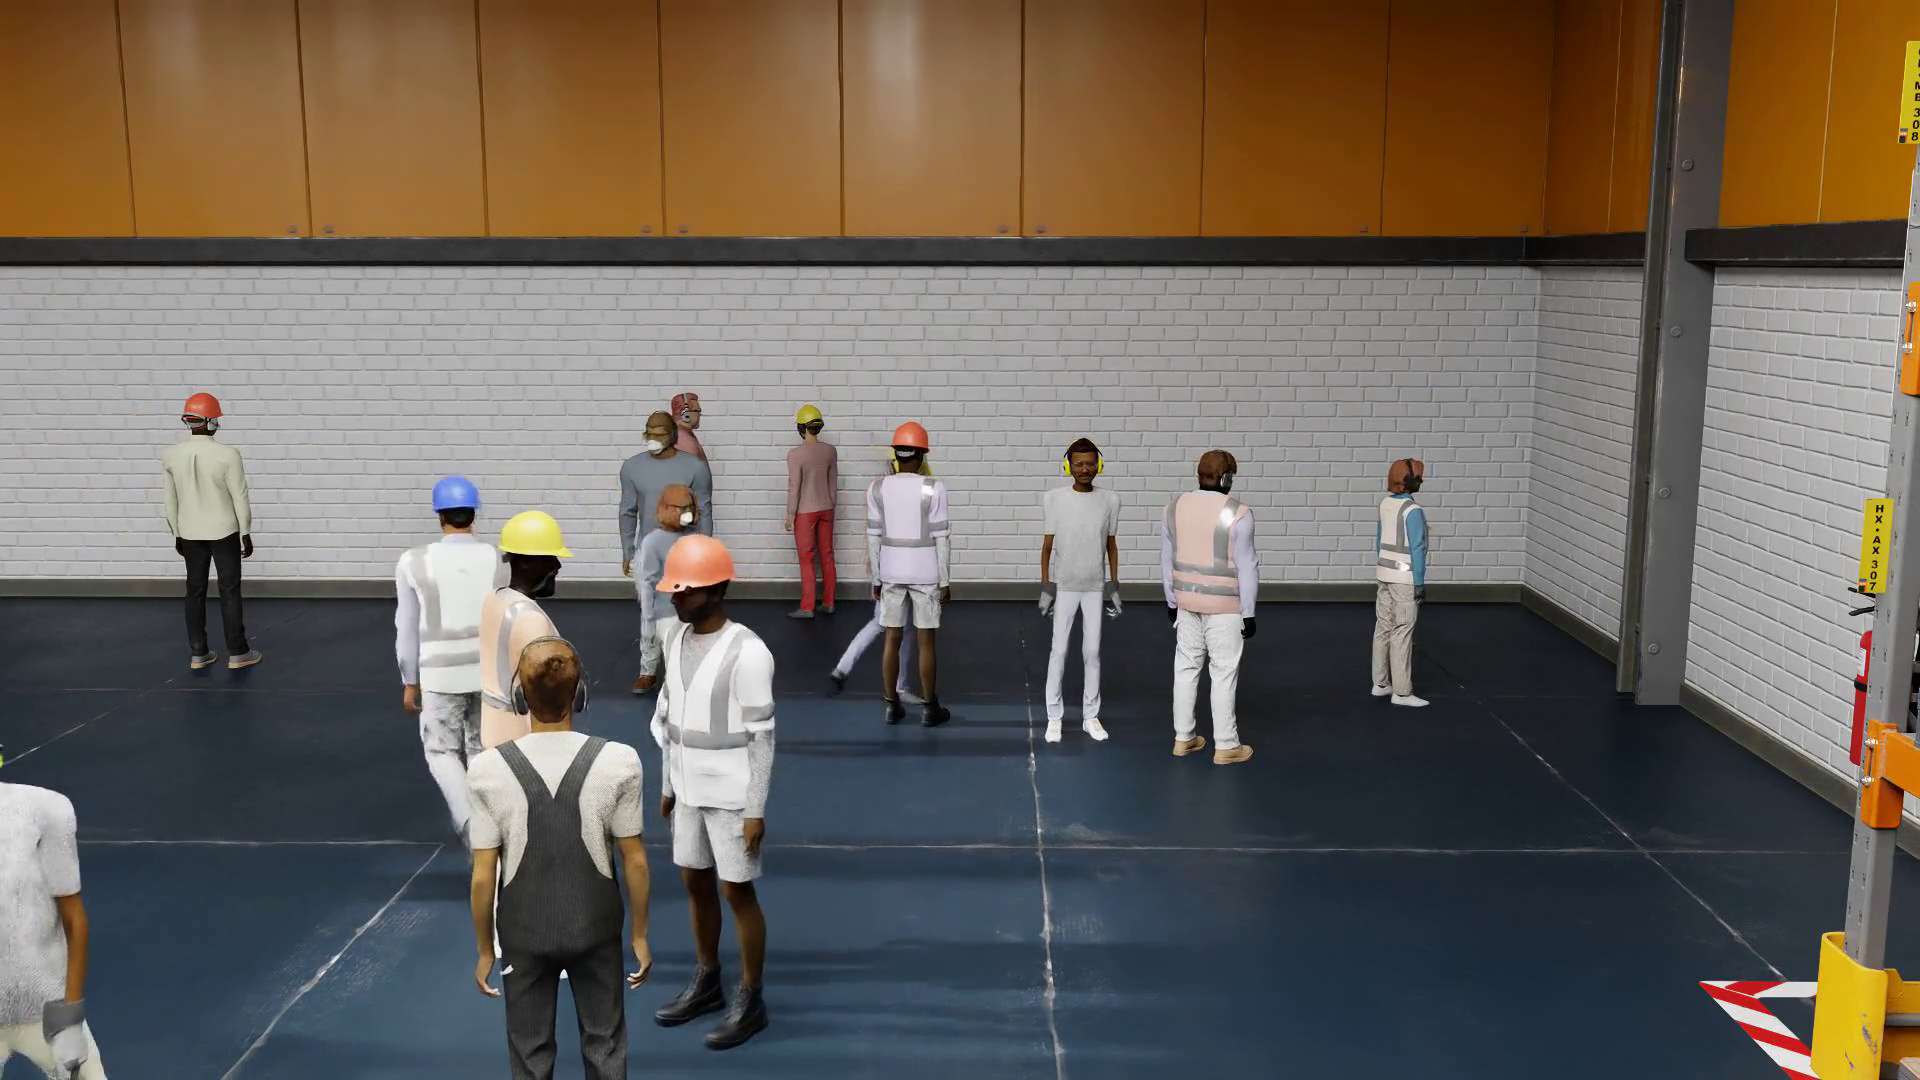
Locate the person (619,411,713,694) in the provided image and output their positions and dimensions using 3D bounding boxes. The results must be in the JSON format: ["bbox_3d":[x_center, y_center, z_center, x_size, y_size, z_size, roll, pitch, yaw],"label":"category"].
[{"bbox_3d":[-1.987,0.088,11.252,0.635,1.936,0.351,1,9,3],"label":"person"}]

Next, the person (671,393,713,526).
[{"bbox_3d":[-2.148,-0.210,13.134,0.405,1.906,0.653,-5,11,-29],"label":"person"}]

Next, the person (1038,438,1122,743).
[{"bbox_3d":[0.735,0.305,10.154,0.517,1.874,0.327,-1,10,-7],"label":"person"}]

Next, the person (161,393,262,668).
[{"bbox_3d":[-5.388,-0.060,11.968,0.611,1.995,0.375,0,9,3],"label":"person"}]

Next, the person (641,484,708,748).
[{"bbox_3d":[-1.641,0.469,9.916,0.334,1.620,0.511,7,11,34],"label":"person"}]

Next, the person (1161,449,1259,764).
[{"bbox_3d":[1.482,0.385,9.766,0.632,1.840,0.429,9,13,42],"label":"person"}]

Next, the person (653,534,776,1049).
[{"bbox_3d":[-0.943,0.931,6.209,0.552,1.933,0.378,8,12,40],"label":"person"}]

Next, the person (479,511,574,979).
[{"bbox_3d":[-1.759,0.834,6.822,0.381,1.923,0.591,-6,11,-30],"label":"person"}]

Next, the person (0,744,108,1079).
[{"bbox_3d":[-2.498,1.266,4.493,0.768,1.844,0.534,-1,10,-4],"label":"person"}]

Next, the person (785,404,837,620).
[{"bbox_3d":[-1.225,-0.229,13.667,0.312,1.768,0.530,9,13,42],"label":"person"}]

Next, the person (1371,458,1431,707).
[{"bbox_3d":[2.917,0.276,11.011,0.310,1.642,0.514,-2,10,-15],"label":"person"}]

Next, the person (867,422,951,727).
[{"bbox_3d":[-0.308,0.220,10.487,0.542,1.930,0.366,3,10,16],"label":"person"}]

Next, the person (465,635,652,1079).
[{"bbox_3d":[-1.178,1.190,4.934,0.514,1.843,0.333,-2,10,-13],"label":"person"}]

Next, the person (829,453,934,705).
[{"bbox_3d":[-0.518,0.239,10.975,0.688,1.735,0.549,-1,10,-6],"label":"person"}]

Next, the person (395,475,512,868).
[{"bbox_3d":[-2.341,0.657,7.924,0.612,1.912,0.734,-6,11,-31],"label":"person"}]
